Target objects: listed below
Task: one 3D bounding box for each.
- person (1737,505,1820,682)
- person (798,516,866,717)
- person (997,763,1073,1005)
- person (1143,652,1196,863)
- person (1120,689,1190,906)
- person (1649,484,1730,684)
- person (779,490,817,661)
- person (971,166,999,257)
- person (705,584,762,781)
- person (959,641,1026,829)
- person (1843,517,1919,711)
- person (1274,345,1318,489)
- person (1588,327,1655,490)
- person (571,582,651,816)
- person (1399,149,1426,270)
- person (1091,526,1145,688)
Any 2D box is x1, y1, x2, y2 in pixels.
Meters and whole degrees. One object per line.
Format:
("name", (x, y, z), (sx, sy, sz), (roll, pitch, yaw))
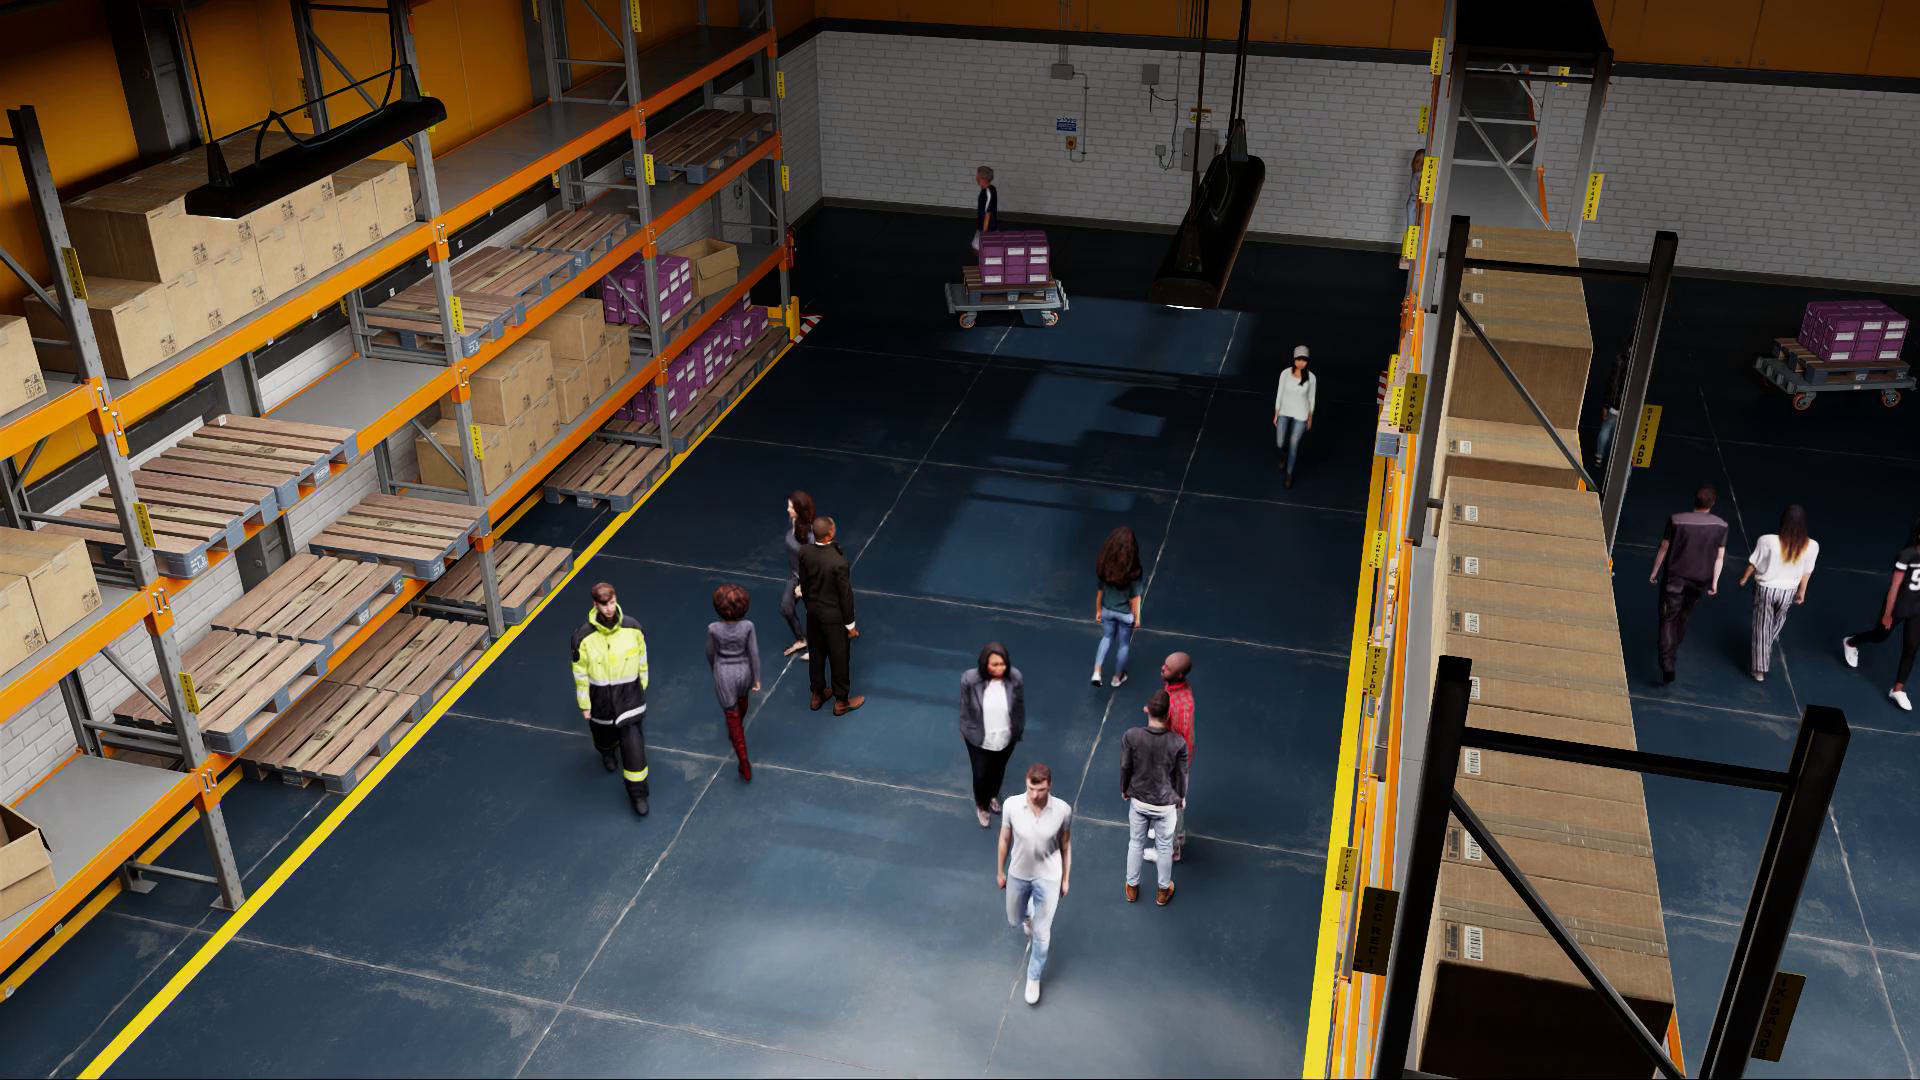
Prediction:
("person", (7.329, 0.503, 14.933), (0.751, 1.641, 1.048), (4, 29, 7))
("person", (-1.143, 0.643, 14.400), (0.754, 1.905, 0.723), (17, 33, 28))
("person", (0.520, 2.267, 11.498), (0.726, 1.834, 1.032), (4, 29, 7))
("person", (1.647, 1.618, 12.705), (0.745, 1.818, 0.551), (3, 29, 5))
("person", (1.417, 1.897, 12.175), (0.645, 1.835, 0.529), (7, 29, 13))
("person", (6.522, 0.409, 14.929), (0.732, 1.810, 1.175), (7, 29, 13))
("person", (-1.329, 0.305, 15.173), (0.775, 1.759, 0.731), (-21, 35, -33))
("person", (0.470, -4.470, 23.861), (0.813, 1.821, 0.744), (-3, 29, -5))
("person", (-1.838, 1.207, 13.611), (0.930, 1.671, 1.113), (-8, 30, -15))
("person", (0.231, 1.479, 13.204), (0.816, 1.583, 0.848), (-7, 29, -13))
("person", (8.298, 0.573, 14.745), (0.908, 1.699, 1.224), (-4, 29, -7))
("person", (3.697, -1.404, 18.435), (0.579, 1.636, 0.721), (8, 30, 14))
("person", (7.347, -1.424, 18.328), (0.909, 1.773, 1.295), (0, 29, 0))
("person", (-2.817, 1.183, 13.377), (1.232, 1.938, 1.372), (-11, 30, -19))
("person", (6.750, -4.933, 24.739), (0.665, 1.795, 0.480), (4, 29, 8))
("person", (1.375, 0.655, 14.694), (0.700, 1.604, 0.858), (15, 32, 26))
